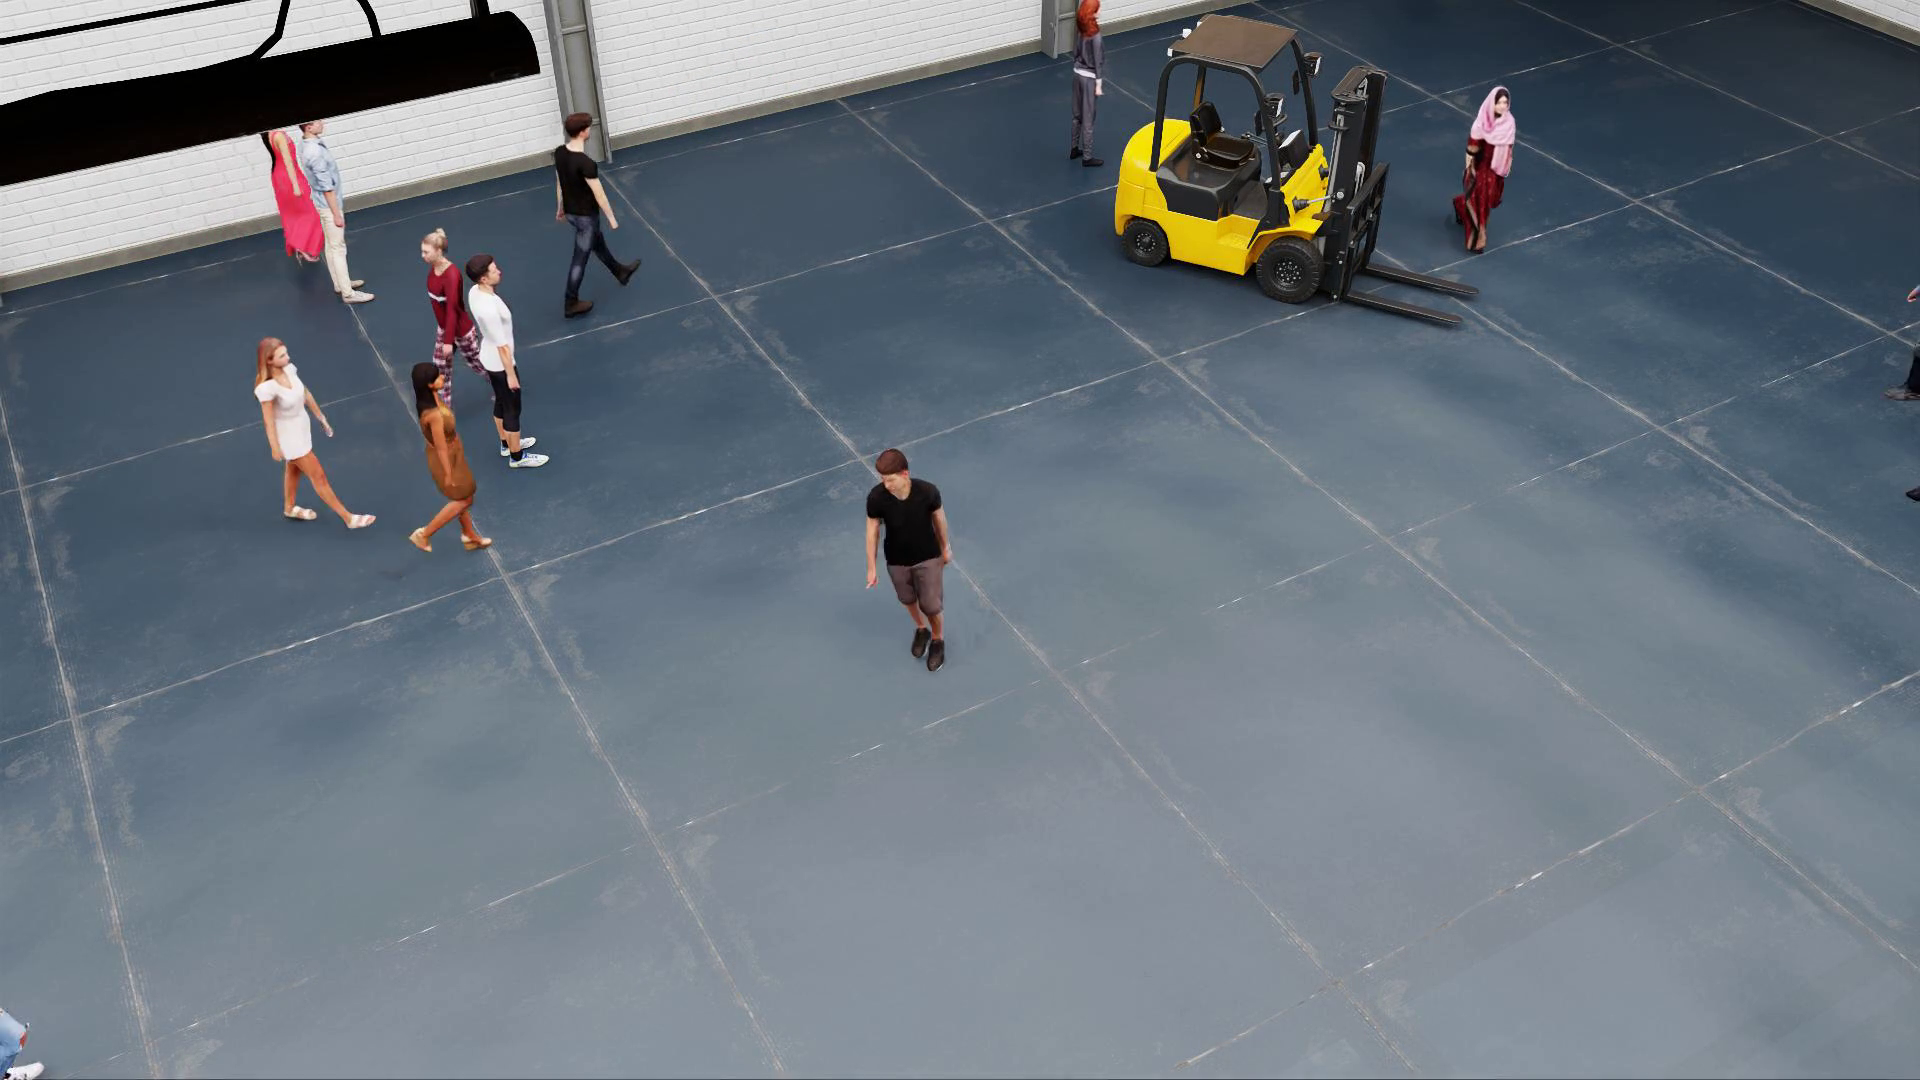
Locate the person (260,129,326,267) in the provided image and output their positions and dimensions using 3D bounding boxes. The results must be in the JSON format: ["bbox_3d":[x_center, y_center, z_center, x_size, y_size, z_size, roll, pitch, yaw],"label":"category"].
[{"bbox_3d":[-6.338,-3.315,15.544,0.726,1.715,0.663,-27,46,-30],"label":"person"}]

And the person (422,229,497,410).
[{"bbox_3d":[-4.062,-1.759,13.642,1.099,1.656,0.791,-31,48,-33],"label":"person"}]

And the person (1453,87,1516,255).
[{"bbox_3d":[5.026,-3.600,15.977,0.921,1.620,0.829,-10,40,-12],"label":"person"}]

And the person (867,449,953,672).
[{"bbox_3d":[-0.281,0.065,11.230,0.844,1.817,0.921,-3,39,-4],"label":"person"}]

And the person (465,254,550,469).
[{"bbox_3d":[-3.617,-1.411,13.050,0.553,1.851,0.655,-18,42,-22],"label":"person"}]

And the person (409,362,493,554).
[{"bbox_3d":[-3.804,-0.546,12.107,0.813,1.677,0.594,-16,41,-20],"label":"person"}]

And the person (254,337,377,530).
[{"bbox_3d":[-5.061,-0.792,12.432,1.110,1.656,0.993,5,39,7],"label":"person"}]

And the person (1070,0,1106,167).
[{"bbox_3d":[1.326,-4.782,17.329,0.493,1.779,0.578,-18,42,-22],"label":"person"}]

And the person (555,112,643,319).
[{"bbox_3d":[-3.438,-2.850,14.859,0.913,1.841,1.275,31,48,33],"label":"person"}]

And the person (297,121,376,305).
[{"bbox_3d":[-5.743,-3.050,15.106,0.542,1.847,0.643,-18,42,-22],"label":"person"}]
